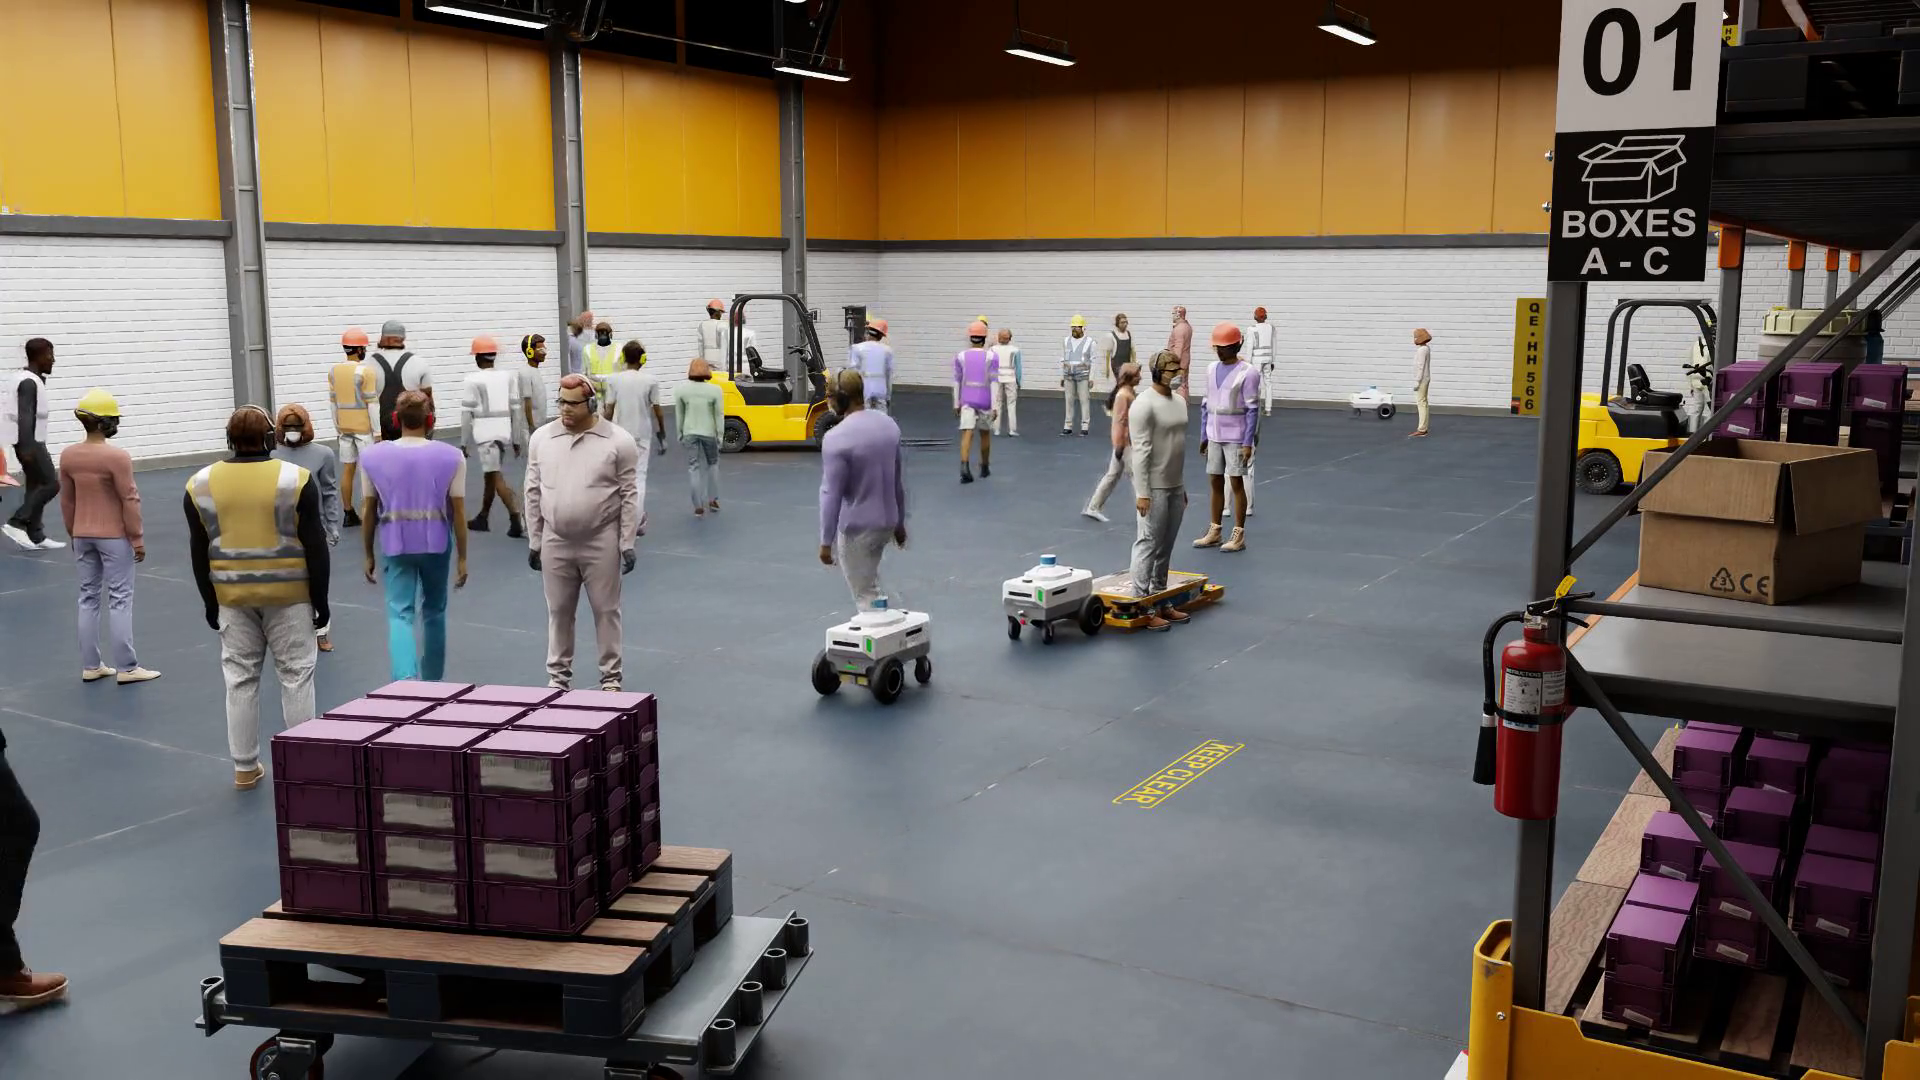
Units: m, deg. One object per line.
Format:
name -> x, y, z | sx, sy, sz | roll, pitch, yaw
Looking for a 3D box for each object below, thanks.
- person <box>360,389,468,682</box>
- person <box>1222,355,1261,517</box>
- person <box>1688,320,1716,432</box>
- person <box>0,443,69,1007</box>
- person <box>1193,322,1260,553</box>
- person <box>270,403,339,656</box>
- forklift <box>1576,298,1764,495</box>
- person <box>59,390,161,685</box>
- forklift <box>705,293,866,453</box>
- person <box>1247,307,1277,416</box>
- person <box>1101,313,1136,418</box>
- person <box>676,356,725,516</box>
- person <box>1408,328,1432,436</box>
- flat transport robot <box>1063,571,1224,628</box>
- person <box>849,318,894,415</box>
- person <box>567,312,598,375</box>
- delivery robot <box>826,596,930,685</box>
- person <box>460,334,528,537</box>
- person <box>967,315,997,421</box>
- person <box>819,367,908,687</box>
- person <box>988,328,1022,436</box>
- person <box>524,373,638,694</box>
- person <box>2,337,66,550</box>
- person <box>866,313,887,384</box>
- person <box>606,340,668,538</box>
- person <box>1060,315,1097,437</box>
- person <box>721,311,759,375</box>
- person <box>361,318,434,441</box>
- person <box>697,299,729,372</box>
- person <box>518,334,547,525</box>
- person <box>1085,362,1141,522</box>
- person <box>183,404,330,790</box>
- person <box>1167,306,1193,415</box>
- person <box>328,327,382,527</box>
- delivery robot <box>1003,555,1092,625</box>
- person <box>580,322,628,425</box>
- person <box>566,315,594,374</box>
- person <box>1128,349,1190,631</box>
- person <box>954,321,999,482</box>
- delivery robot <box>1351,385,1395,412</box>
person -> -3.037, 0.069, 9.292 | 0.577, 1.819, 0.860 | -3, 10, -17
person -> 2.787, -1.044, 16.785 | 0.514, 1.640, 0.310 | -2, 9, -10
person -> 10.431, -2.164, 23.187 | 0.404, 1.827, 0.600 | -4, 10, -23
person -> -3.305, 0.606, 5.496 | 0.613, 1.954, 0.627 | -8, 12, -41
person -> 2.344, -0.906, 14.698 | 0.390, 2.035, 0.605 | -7, 12, -39
person -> -4.276, -0.074, 10.746 | 0.498, 1.633, 0.279 | -4, 10, -22
forklift -> 7.954, -1.589, 18.462 | 2.313, 2.155, 1.214 | 5, 11, 30
person -> -5.111, -0.014, 9.972 | 0.535, 1.766, 0.318 | 3, 10, 17
forklift -> -2.458, -2.344, 23.176 | 2.313, 2.155, 1.214 | 0, 9, -2
person -> 5.180, -3.067, 28.651 | 0.572, 1.885, 0.358 | -3, 10, -20
person -> 2.652, -2.918, 28.005 | 0.513, 1.808, 0.958 | -6, 11, -33
person -> -2.646, -1.069, 17.034 | 0.504, 1.612, 0.603 | 0, 9, -3
person -> 6.975, -2.384, 25.167 | 0.285, 1.633, 0.498 | 4, 10, 25
flat transport robot -> 1.302, 0.396, 12.058 | 0.652, 0.197, 1.431 | 6, 11, 34
person -> -1.152, -1.825, 20.905 | 0.668, 1.893, 0.408 | -3, 10, -21
person -> -5.637, -2.503, 25.165 | 0.653, 1.867, 0.455 | -8, 12, -40
delivery robot -> -0.474, 0.574, 9.768 | 0.477, 0.478, 0.707 | 5, 11, 30
person -> -4.369, -0.974, 15.590 | 0.980, 1.899, 0.556 | 7, 11, 36
person -> 0.372, -2.868, 27.809 | 0.523, 1.759, 0.332 | -1, 9, -4
person -> -0.585, -0.055, 9.747 | 0.482, 1.911, 0.654 | 6, 11, 33
person -> 0.674, -2.377, 25.112 | 0.522, 1.637, 0.311 | 2, 9, 12
person -> -2.134, 0.017, 9.357 | 0.636, 1.903, 0.405 | 0, 9, 2
person -> -8.221, -0.846, 14.745 | 0.445, 1.892, 0.618 | -5, 10, -29
person -> -1.370, -2.634, 26.018 | 0.637, 1.873, 0.984 | 8, 12, 42
person -> -3.033, -0.962, 15.702 | 0.513, 1.823, 0.957 | 1, 9, 5
person -> 1.764, -2.468, 25.069 | 0.587, 1.833, 0.404 | 5, 10, 27
person -> -3.554, -2.796, 27.080 | 0.587, 1.851, 0.837 | 1, 9, 6
person -> -5.581, -1.197, 16.495 | 0.705, 2.000, 0.659 | -2, 9, -13
person -> -3.994, -2.916, 27.250 | 0.605, 2.033, 0.392 | 5, 10, 27
person -> -4.130, -1.071, 16.239 | 0.328, 1.872, 0.512 | -1, 9, -5
person -> 1.619, -0.941, 16.279 | 0.847, 1.600, 0.523 | 2, 9, 11
person -> -3.309, 0.275, 7.924 | 0.626, 1.846, 0.429 | -1, 9, -6
person -> 3.709, -3.013, 28.243 | 0.406, 1.911, 0.637 | 4, 10, 22
person -> -5.803, -1.077, 16.063 | 0.552, 1.937, 0.356 | 4, 10, 23
delivery robot -> 0.592, 0.342, 11.216 | 0.477, 0.478, 0.707 | 6, 11, 34
person -> -4.527, -1.852, 21.200 | 0.627, 1.846, 0.429 | 0, 9, -2
person -> -5.082, -2.060, 22.300 | 0.441, 1.905, 0.660 | 1, 9, 6
person -> 1.395, -0.353, 11.539 | 0.364, 1.939, 0.636 | 6, 11, 34
person -> 0.181, -1.645, 19.741 | 0.555, 1.903, 0.962 | 2, 9, 12
delivery robot -> 7.005, -2.382, 28.220 | 0.707, 0.478, 0.477 | 3, 10, 18
